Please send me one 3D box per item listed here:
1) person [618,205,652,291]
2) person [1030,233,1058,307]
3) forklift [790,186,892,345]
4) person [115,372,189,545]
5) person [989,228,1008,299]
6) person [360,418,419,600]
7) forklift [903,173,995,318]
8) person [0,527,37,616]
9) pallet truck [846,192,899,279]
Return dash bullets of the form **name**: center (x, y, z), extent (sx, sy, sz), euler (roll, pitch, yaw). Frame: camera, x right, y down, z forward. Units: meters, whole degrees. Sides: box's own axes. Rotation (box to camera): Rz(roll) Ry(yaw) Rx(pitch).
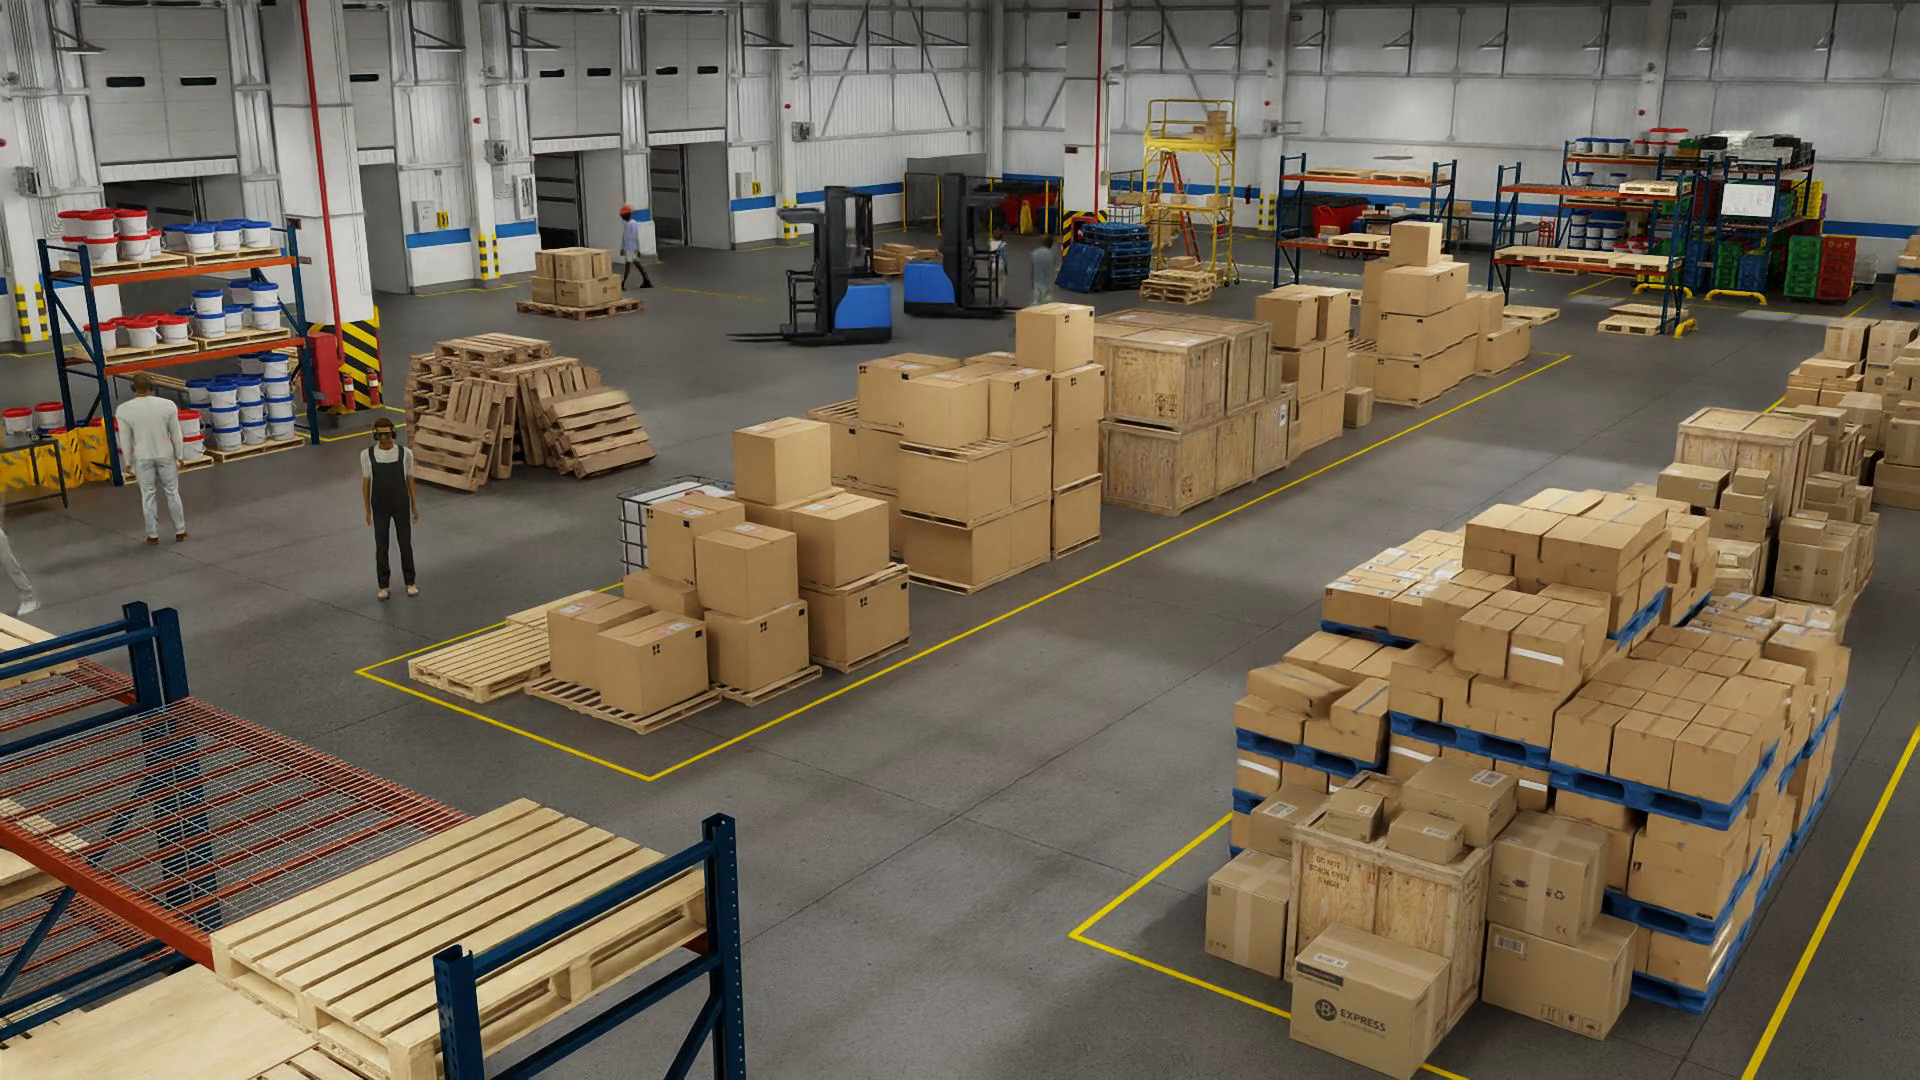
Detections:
- **person**: center (-7.344, -6.512, 37.048), extent (1.008, 1.880, 0.566), euler (-9, 19, -28)
- **person**: center (1.521, -4.815, 31.377), extent (0.623, 1.912, 0.642), euler (-15, 22, -40)
- **forklift**: center (-2.251, -5.068, 30.557), extent (1.873, 2.768, 1.129), euler (-3, 17, -10)
- **person**: center (-8.900, -0.900, 18.360), extent (0.631, 1.939, 0.372), euler (-8, 19, -26)
- **person**: center (0.795, -5.666, 34.678), extent (0.311, 1.635, 0.540), euler (-16, 23, -42)
- **person**: center (-5.671, -0.318, 16.587), extent (0.504, 1.847, 0.345), euler (-6, 18, -20)
- **forklift**: center (-0.155, -5.958, 33.503), extent (1.873, 2.768, 1.129), euler (3, 17, 9)
- **person**: center (-9.301, -0.009, 15.844), extent (0.494, 1.688, 0.931), euler (4, 17, 12)
- **pallet truck**: center (-1.936, -7.159, 38.982), extent (1.885, 1.965, 0.823), euler (-12, 21, -34)
